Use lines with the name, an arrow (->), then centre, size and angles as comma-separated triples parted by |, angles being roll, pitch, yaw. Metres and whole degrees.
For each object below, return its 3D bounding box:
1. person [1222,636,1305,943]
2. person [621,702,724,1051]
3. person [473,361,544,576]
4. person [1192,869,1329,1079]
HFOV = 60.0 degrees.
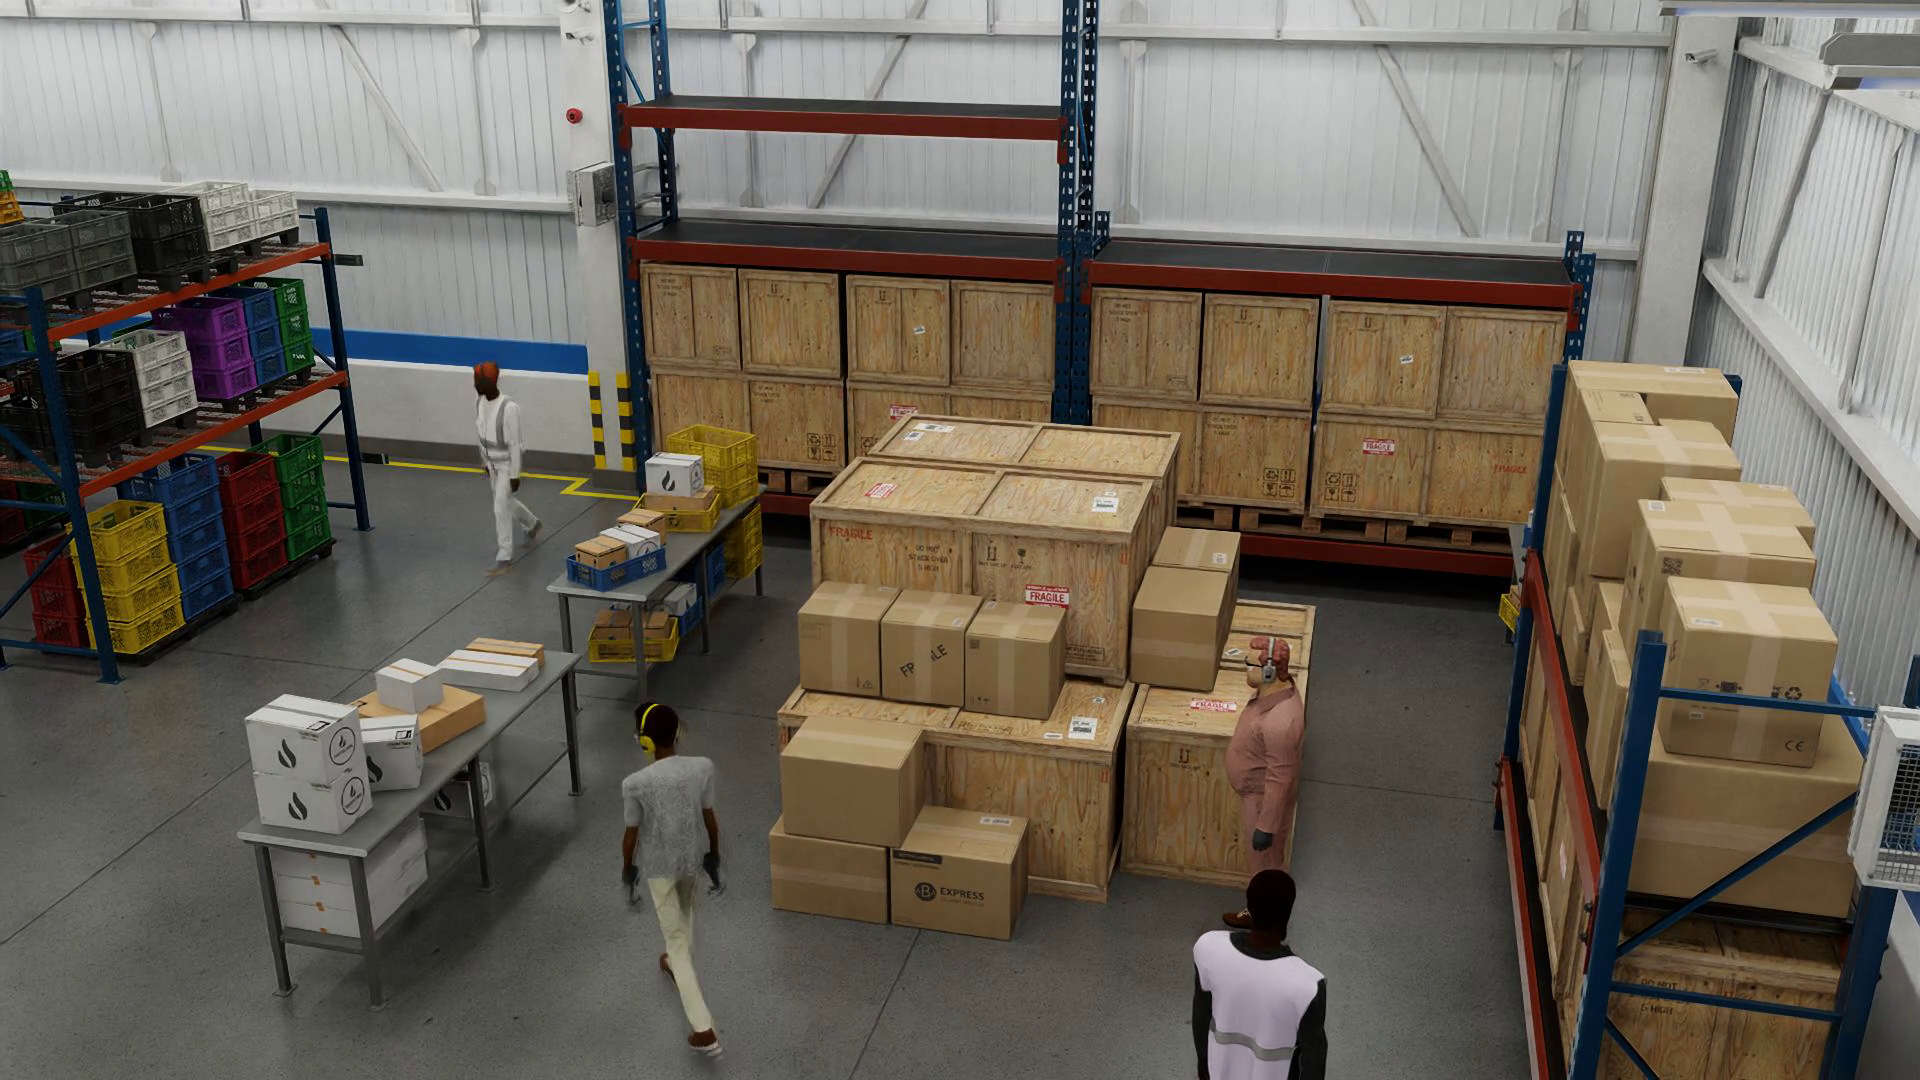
person -> 1.636, 1.406, 9.056 | 0.400, 1.907, 0.644 | 3, 21, 8
person -> -1.465, 1.677, 8.482 | 0.520, 1.818, 0.975 | -12, 24, -29
person -> -3.960, -0.675, 14.593 | 0.629, 1.856, 0.798 | 17, 27, 38
person -> 1.223, 2.228, 6.893 | 0.591, 1.916, 0.392 | 14, 25, 32
